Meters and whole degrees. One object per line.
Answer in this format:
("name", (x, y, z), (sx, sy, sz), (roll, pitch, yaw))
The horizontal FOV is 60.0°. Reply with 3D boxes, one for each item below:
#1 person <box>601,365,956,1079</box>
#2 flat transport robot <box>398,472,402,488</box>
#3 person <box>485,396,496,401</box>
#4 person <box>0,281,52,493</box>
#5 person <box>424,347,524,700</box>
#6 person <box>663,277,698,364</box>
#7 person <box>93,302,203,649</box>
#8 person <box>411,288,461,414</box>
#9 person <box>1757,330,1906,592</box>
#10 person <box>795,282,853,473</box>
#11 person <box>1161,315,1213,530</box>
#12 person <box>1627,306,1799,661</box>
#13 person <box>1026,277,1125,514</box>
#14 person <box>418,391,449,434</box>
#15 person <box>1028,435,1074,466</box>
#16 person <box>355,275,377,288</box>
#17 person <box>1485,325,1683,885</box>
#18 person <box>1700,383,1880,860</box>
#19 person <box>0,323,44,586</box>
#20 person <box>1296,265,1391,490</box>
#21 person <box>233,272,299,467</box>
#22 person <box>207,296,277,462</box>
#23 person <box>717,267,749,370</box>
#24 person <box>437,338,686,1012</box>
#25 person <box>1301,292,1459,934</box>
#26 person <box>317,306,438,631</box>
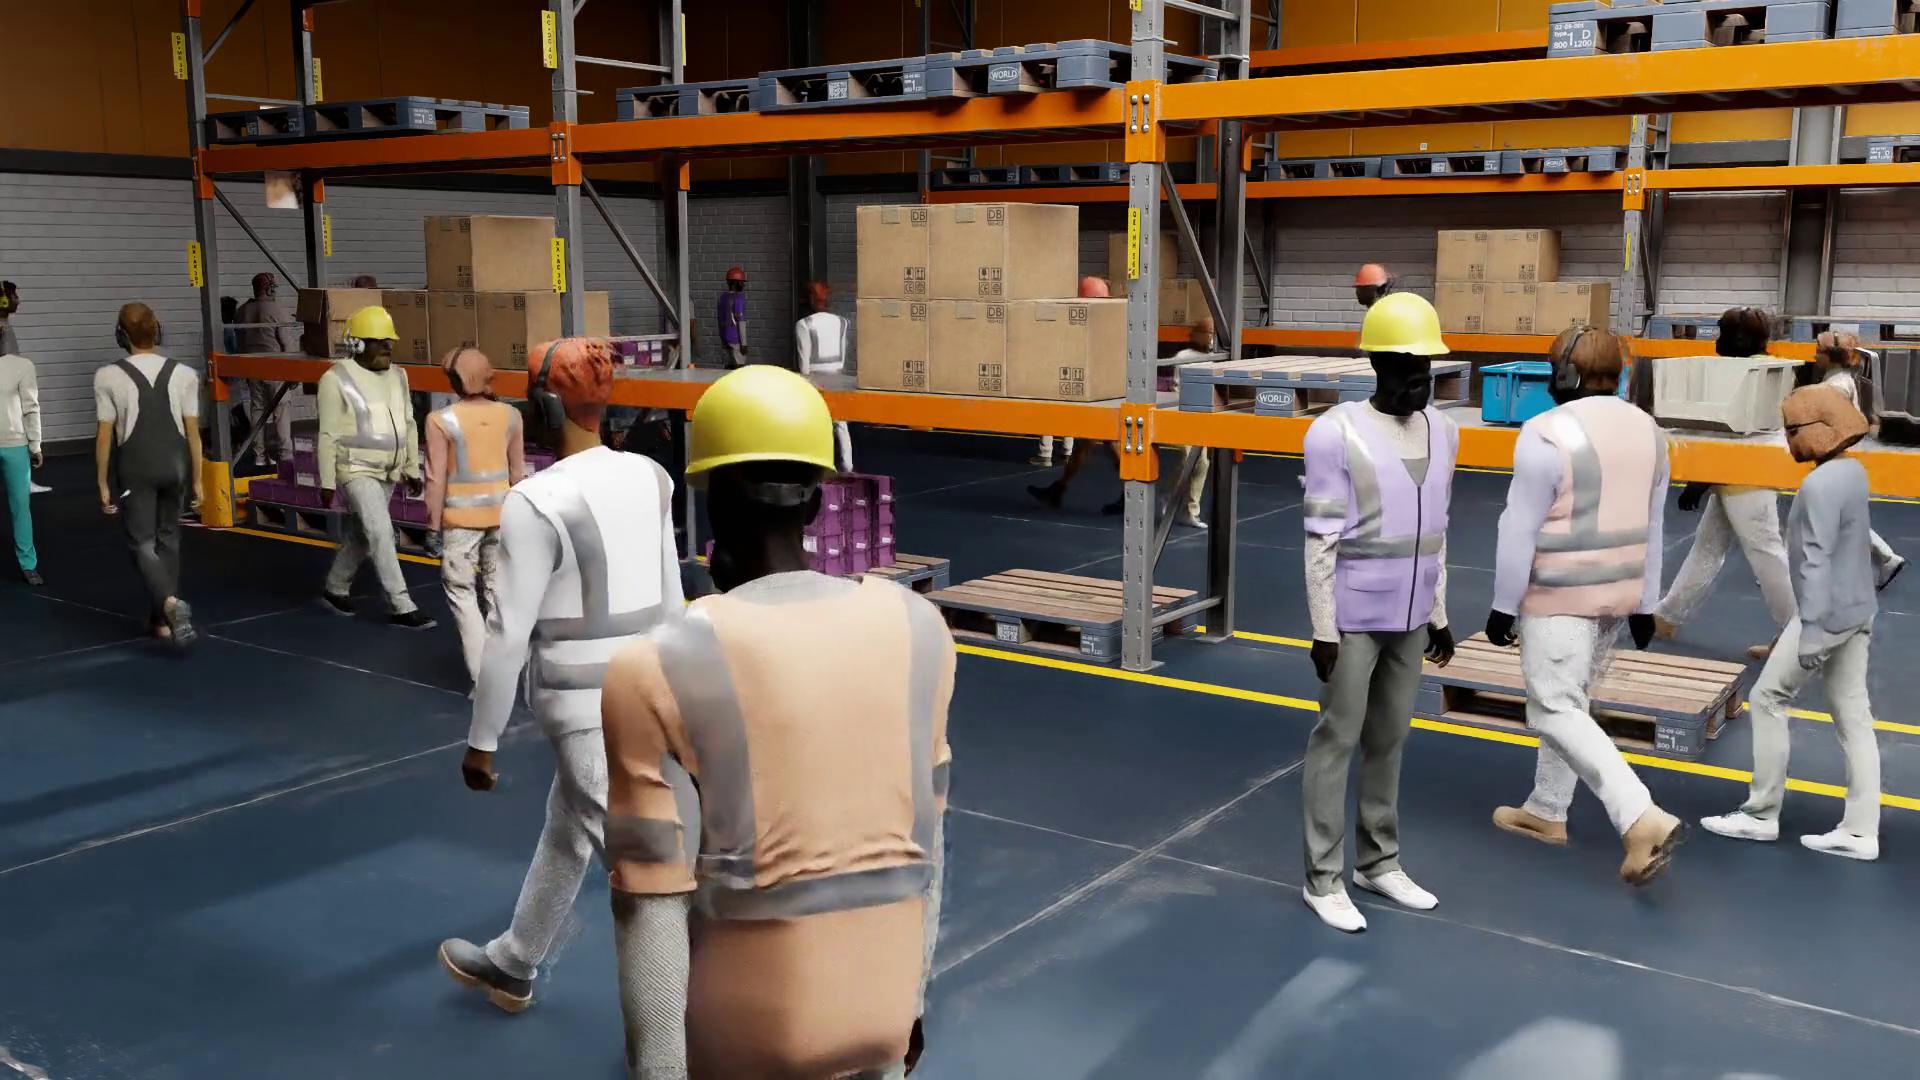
("person", (-0.197, 0.699, 2.379), (0.592, 1.880, 0.777), (-6, 11, -30))
("flat transport robot", (-4.570, -0.491, 14.221), (1.431, 0.197, 0.652), (-3, 10, -18))
("person", (-4.657, -1.646, 16.158), (0.902, 1.940, 0.638), (-7, 12, -37))
("person", (-8.306, -1.301, 14.347), (0.608, 1.858, 0.509), (-9, 13, -42))
("person", (-2.237, -0.070, 7.713), (0.396, 1.649, 0.524), (8, 13, 41))
("person", (-3.758, -2.639, 22.346), (0.570, 1.840, 0.373), (8, 12, 39))
("person", (-4.179, -0.320, 8.643), (0.511, 1.820, 0.810), (-8, 13, -41))
("person", (-4.467, -1.302, 14.409), (0.548, 1.845, 0.577), (-5, 11, -25))
("person", (5.366, -0.472, 10.127), (0.733, 1.611, 0.514), (6, 11, 30))
("person", (-1.275, -1.405, 15.053), (0.582, 1.831, 0.999), (-7, 12, -37))
("person", (1.784, -0.893, 12.586), (0.532, 1.613, 0.386), (-6, 11, -31))
("person", (3.947, -0.291, 8.525), (0.976, 1.788, 0.642), (6, 11, 31))
("person", (1.007, -1.140, 13.274), (0.973, 1.884, 0.572), (3, 10, 15))
("person", (-5.373, -1.653, 16.877), (0.370, 1.707, 0.496), (-5, 11, -27))
("person", (0.908, -1.722, 16.461), (0.611, 1.985, 0.393), (-6, 11, -31))
("person", (-6.282, -1.838, 17.454), (0.681, 1.881, 0.652), (-5, 11, -28))
("person", (2.102, 0.205, 5.492), (0.624, 1.818, 0.767), (-6, 11, -32))
("person", (2.880, 0.270, 5.683), (0.664, 1.601, 0.543), (9, 13, 42))
("person", (-5.946, -0.570, 10.252), (0.526, 1.768, 0.314), (-7, 12, -34))
("person", (3.456, -1.344, 14.214), (1.021, 1.984, 0.625), (5, 11, 27))
("person", (-6.744, -1.652, 16.280), (0.641, 1.909, 0.409), (3, 10, 17))
("person", (-7.362, -1.644, 16.965), (0.557, 1.646, 0.886), (8, 13, 41))
("person", (-3.008, -2.673, 22.269), (0.368, 1.933, 0.552), (-8, 12, -40))
("person", (-0.983, 0.412, 4.206), (0.972, 1.829, 0.603), (4, 10, 23))
("person", (1.297, 0.216, 5.090), (0.588, 1.928, 0.383), (-6, 11, -30))
("person", (-3.309, -0.406, 9.256), (0.914, 1.784, 0.612), (4, 10, 23))
